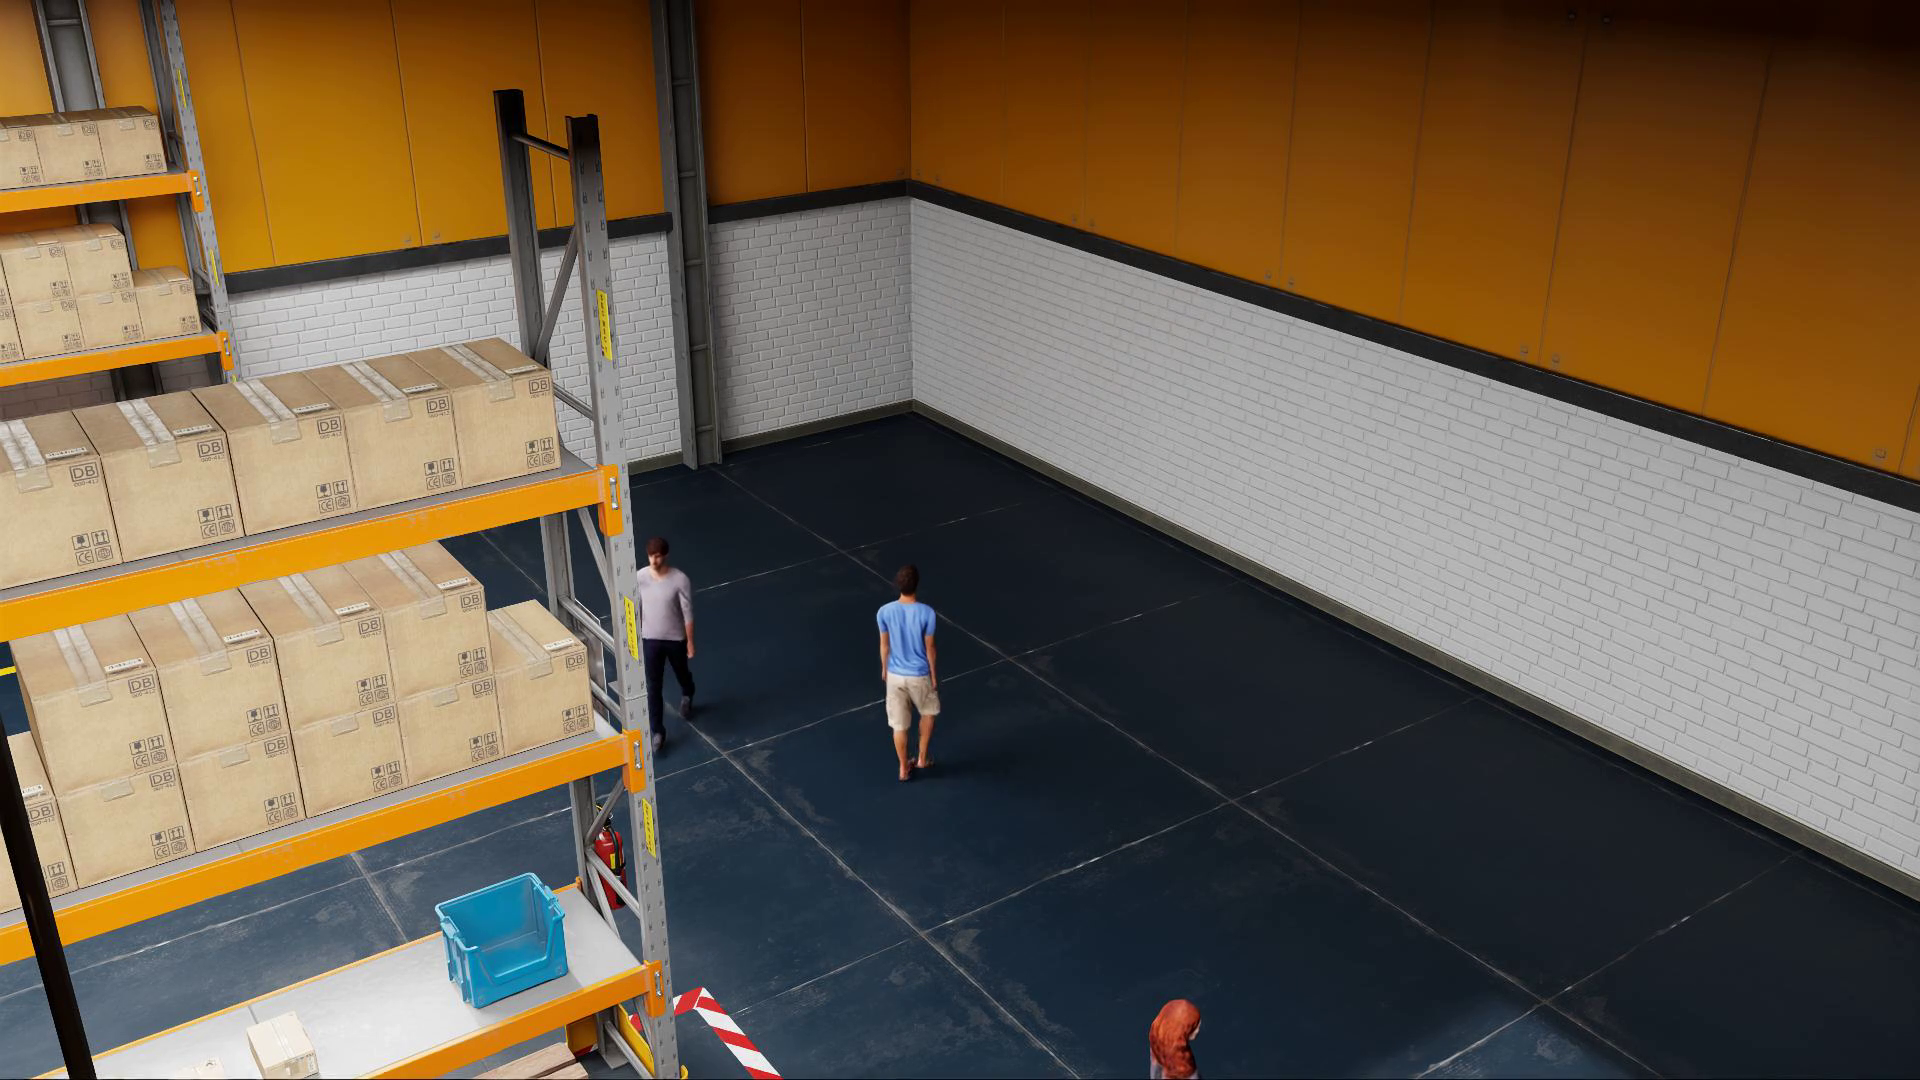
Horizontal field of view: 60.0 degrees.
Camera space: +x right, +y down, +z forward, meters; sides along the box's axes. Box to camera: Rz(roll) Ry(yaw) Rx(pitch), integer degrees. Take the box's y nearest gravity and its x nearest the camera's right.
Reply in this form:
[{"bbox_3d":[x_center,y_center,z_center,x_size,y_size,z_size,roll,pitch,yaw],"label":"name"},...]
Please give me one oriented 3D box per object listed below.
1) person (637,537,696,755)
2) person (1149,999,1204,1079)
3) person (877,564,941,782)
[{"bbox_3d":[-2.457,0.803,14.026,1.196,1.802,1.180,1,24,3],"label":"person"},{"bbox_3d":[1.099,3.139,8.712,0.542,1.779,0.602,-10,26,-22],"label":"person"},{"bbox_3d":[-0.417,1.107,13.263,0.786,1.857,0.849,3,24,8],"label":"person"}]
